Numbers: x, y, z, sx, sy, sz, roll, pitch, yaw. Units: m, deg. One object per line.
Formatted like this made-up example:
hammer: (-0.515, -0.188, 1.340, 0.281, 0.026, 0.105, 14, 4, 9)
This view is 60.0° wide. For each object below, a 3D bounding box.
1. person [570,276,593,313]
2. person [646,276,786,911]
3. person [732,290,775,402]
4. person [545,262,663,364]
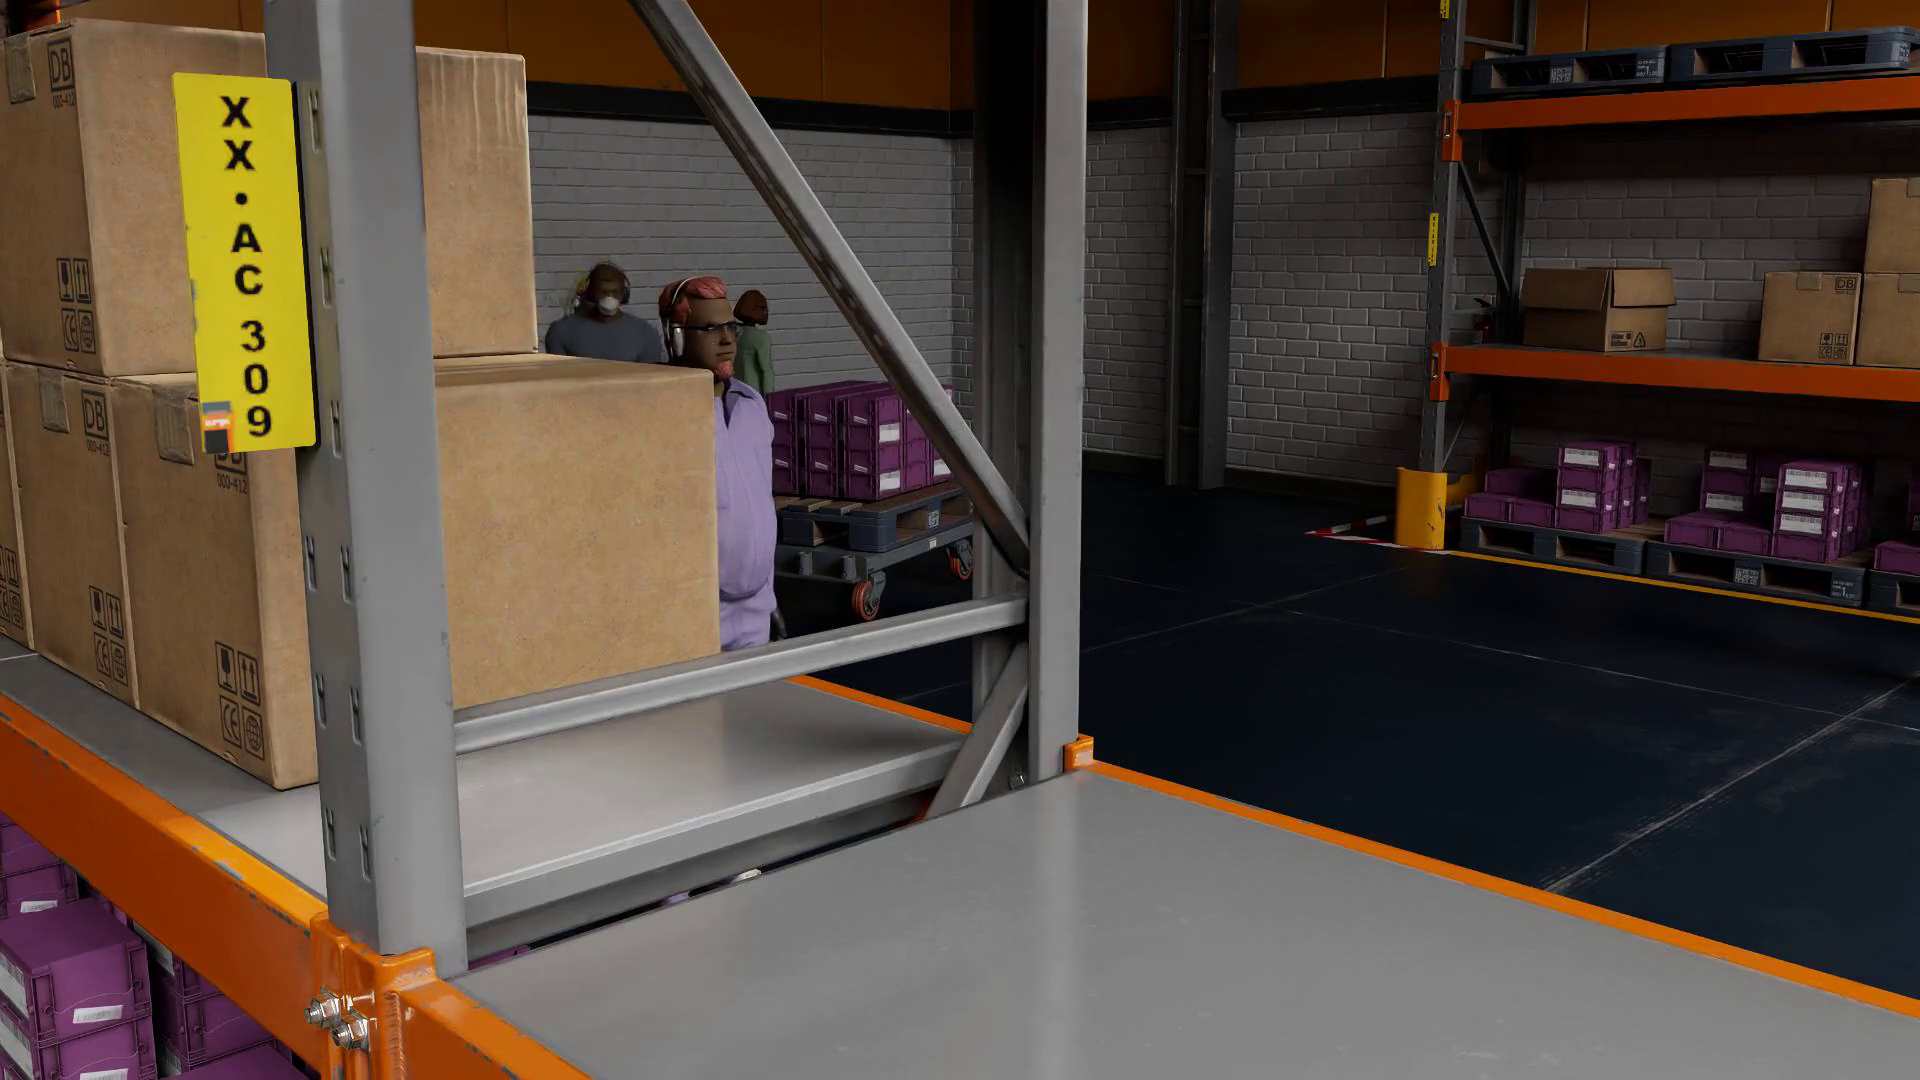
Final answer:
person: (-2.186, -0.670, 9.900, 0.437, 1.789, 0.636, 2, 11, 13)
person: (-0.727, 0.203, 4.804, 0.409, 1.907, 0.651, 6, 12, 32)
person: (-1.525, -1.005, 12.156, 0.497, 1.629, 0.271, 10, 14, 43)
person: (-1.937, -0.578, 9.147, 0.636, 1.891, 1.013, -1, 10, -4)
